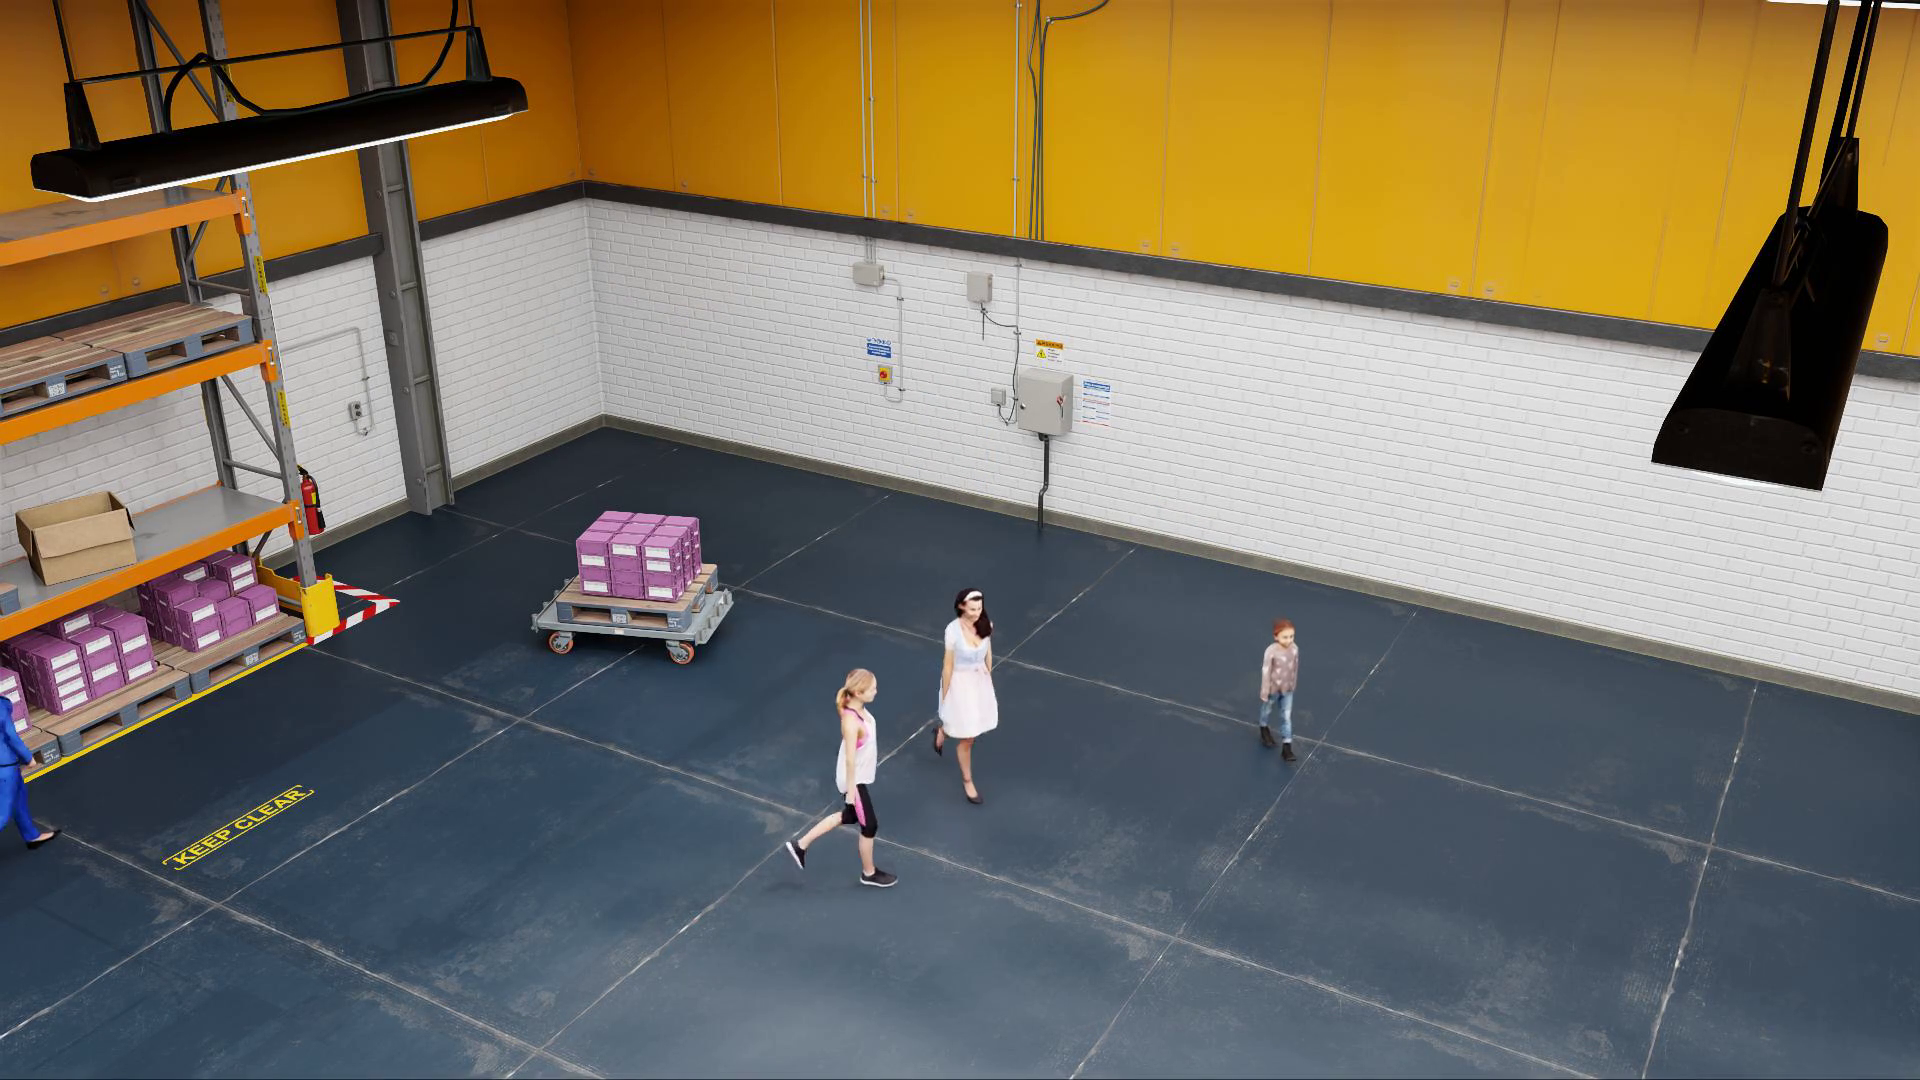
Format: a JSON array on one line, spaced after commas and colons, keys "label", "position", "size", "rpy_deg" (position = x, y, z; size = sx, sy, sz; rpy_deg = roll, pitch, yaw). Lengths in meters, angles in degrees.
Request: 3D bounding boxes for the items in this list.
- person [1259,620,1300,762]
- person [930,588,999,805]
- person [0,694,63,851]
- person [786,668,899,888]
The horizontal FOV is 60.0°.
[{"label": "person", "position": [2.537, 1.162, 13.367], "size": [0.800, 1.165, 0.880], "rpy_deg": [-5, 24, -10]}, {"label": "person", "position": [-0.002, 1.140, 12.639], "size": [1.029, 1.788, 0.974], "rpy_deg": [-12, 26, -26]}, {"label": "person", "position": [-6.862, 1.615, 11.697], "size": [0.607, 1.674, 1.046], "rpy_deg": [13, 27, 27]}, {"label": "person", "position": [-0.816, 1.657, 11.489], "size": [1.024, 1.762, 1.069], "rpy_deg": [-2, 24, -4]}]
